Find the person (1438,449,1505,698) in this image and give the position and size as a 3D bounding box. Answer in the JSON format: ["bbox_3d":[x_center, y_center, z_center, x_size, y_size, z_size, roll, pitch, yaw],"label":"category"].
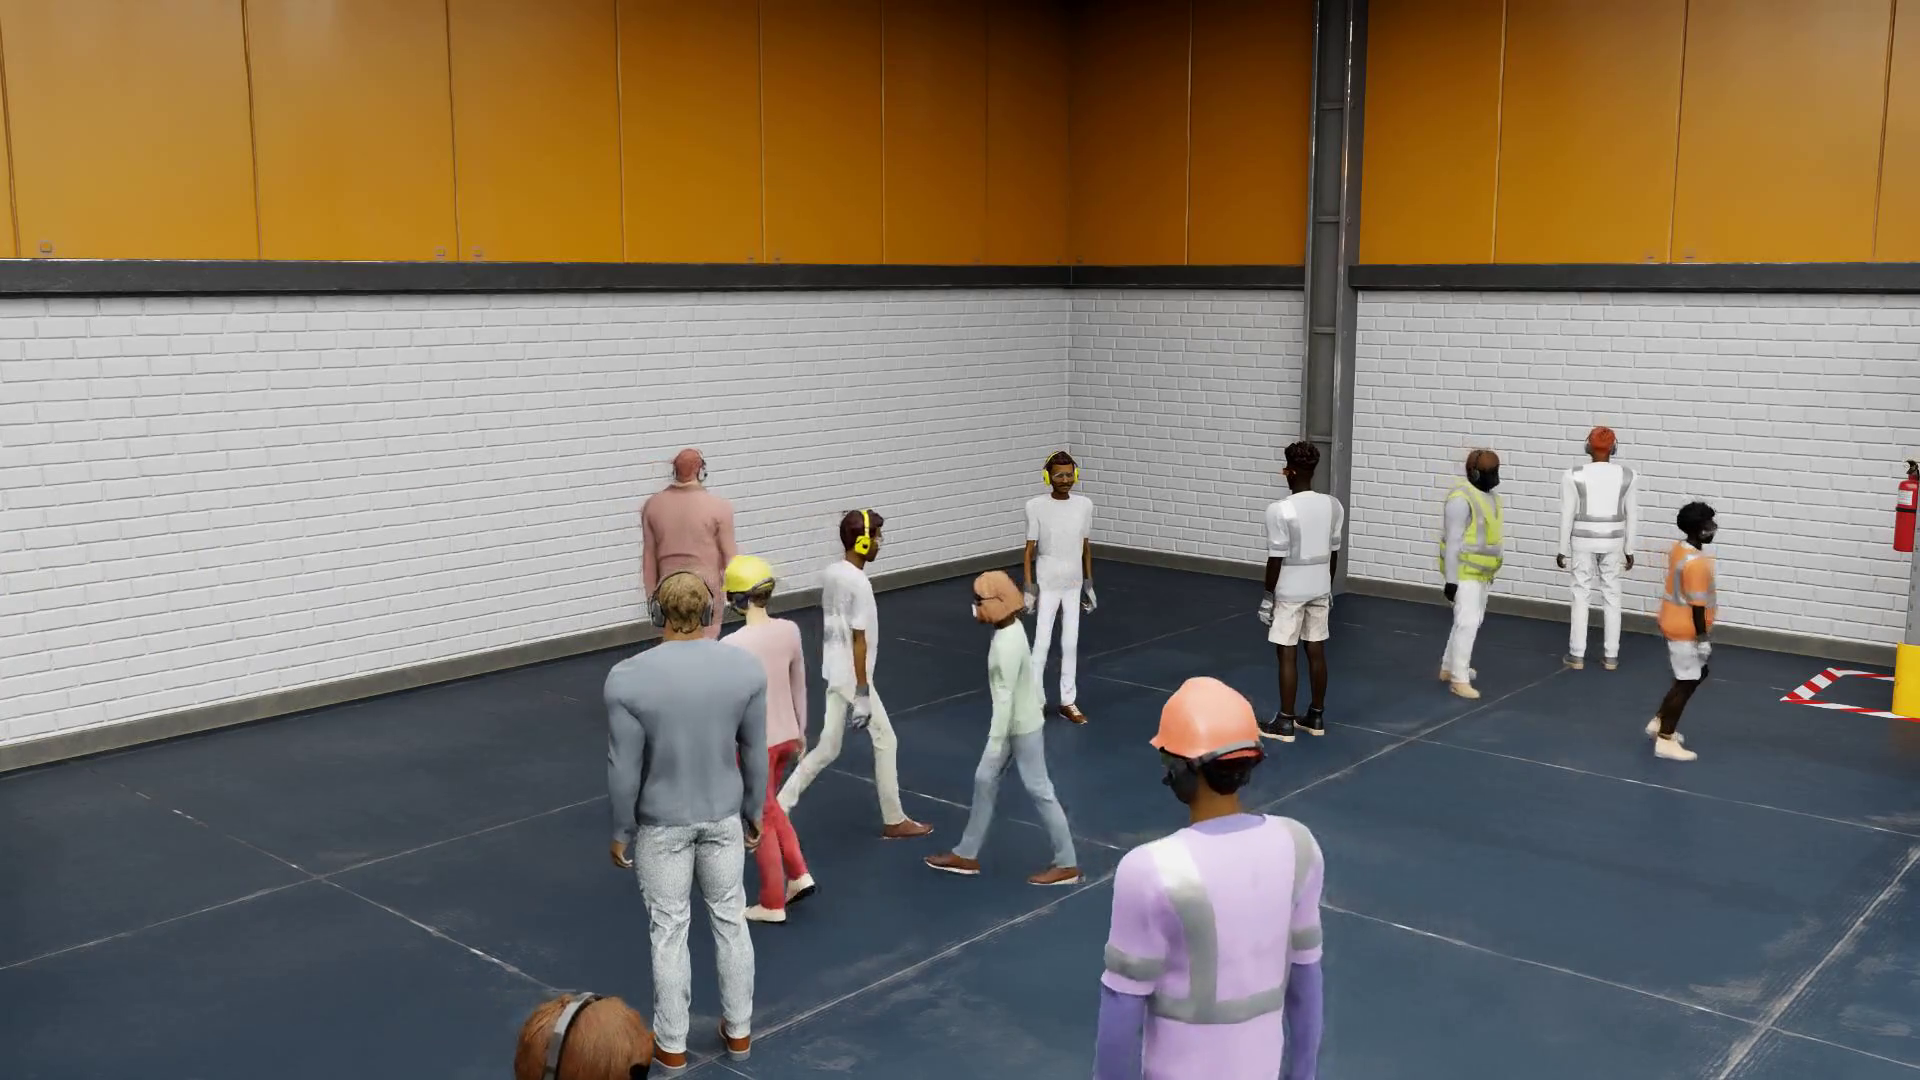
[{"bbox_3d":[3.678,0.232,12.055,0.536,1.811,0.694,8,12,40],"label":"person"}]

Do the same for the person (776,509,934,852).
[{"bbox_3d":[-0.629,0.743,8.776,0.949,1.823,0.531,-5,10,-28],"label":"person"}]

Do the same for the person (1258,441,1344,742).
[{"bbox_3d":[2.209,0.332,10.862,0.607,1.966,0.367,-5,10,-30],"label":"person"}]

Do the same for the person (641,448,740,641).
[{"bbox_3d":[-1.771,0.331,11.124,0.659,1.894,0.418,3,10,19],"label":"person"}]

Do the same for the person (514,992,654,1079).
[{"bbox_3d":[-0.754,1.657,3.019,0.766,1.820,0.632,2,9,12],"label":"person"}]

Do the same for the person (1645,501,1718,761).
[{"bbox_3d":[4.529,0.570,10.353,0.342,1.663,0.610,3,9,18],"label":"person"}]

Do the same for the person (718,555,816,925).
[{"bbox_3d":[-0.943,0.935,7.746,0.377,1.749,0.519,6,11,32],"label":"person"}]

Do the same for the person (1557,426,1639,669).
[{"bbox_3d":[4.906,0.062,12.813,0.584,1.883,0.337,1,9,8],"label":"person"}]

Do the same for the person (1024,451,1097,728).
[{"bbox_3d":[0.675,0.327,11.197,0.537,1.869,0.312,-3,10,-20],"label":"person"}]

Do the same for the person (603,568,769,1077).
[{"bbox_3d":[-1.031,1.066,6.340,0.632,1.938,0.359,-4,10,-24],"label":"person"}]

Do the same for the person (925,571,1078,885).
[{"bbox_3d":[0.199,0.938,8.240,0.851,1.580,0.510,0,9,-2],"label":"person"}]

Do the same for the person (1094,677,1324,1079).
[{"bbox_3d":[0.609,1.354,4.283,0.610,2.025,0.544,-7,11,-36],"label":"person"}]
